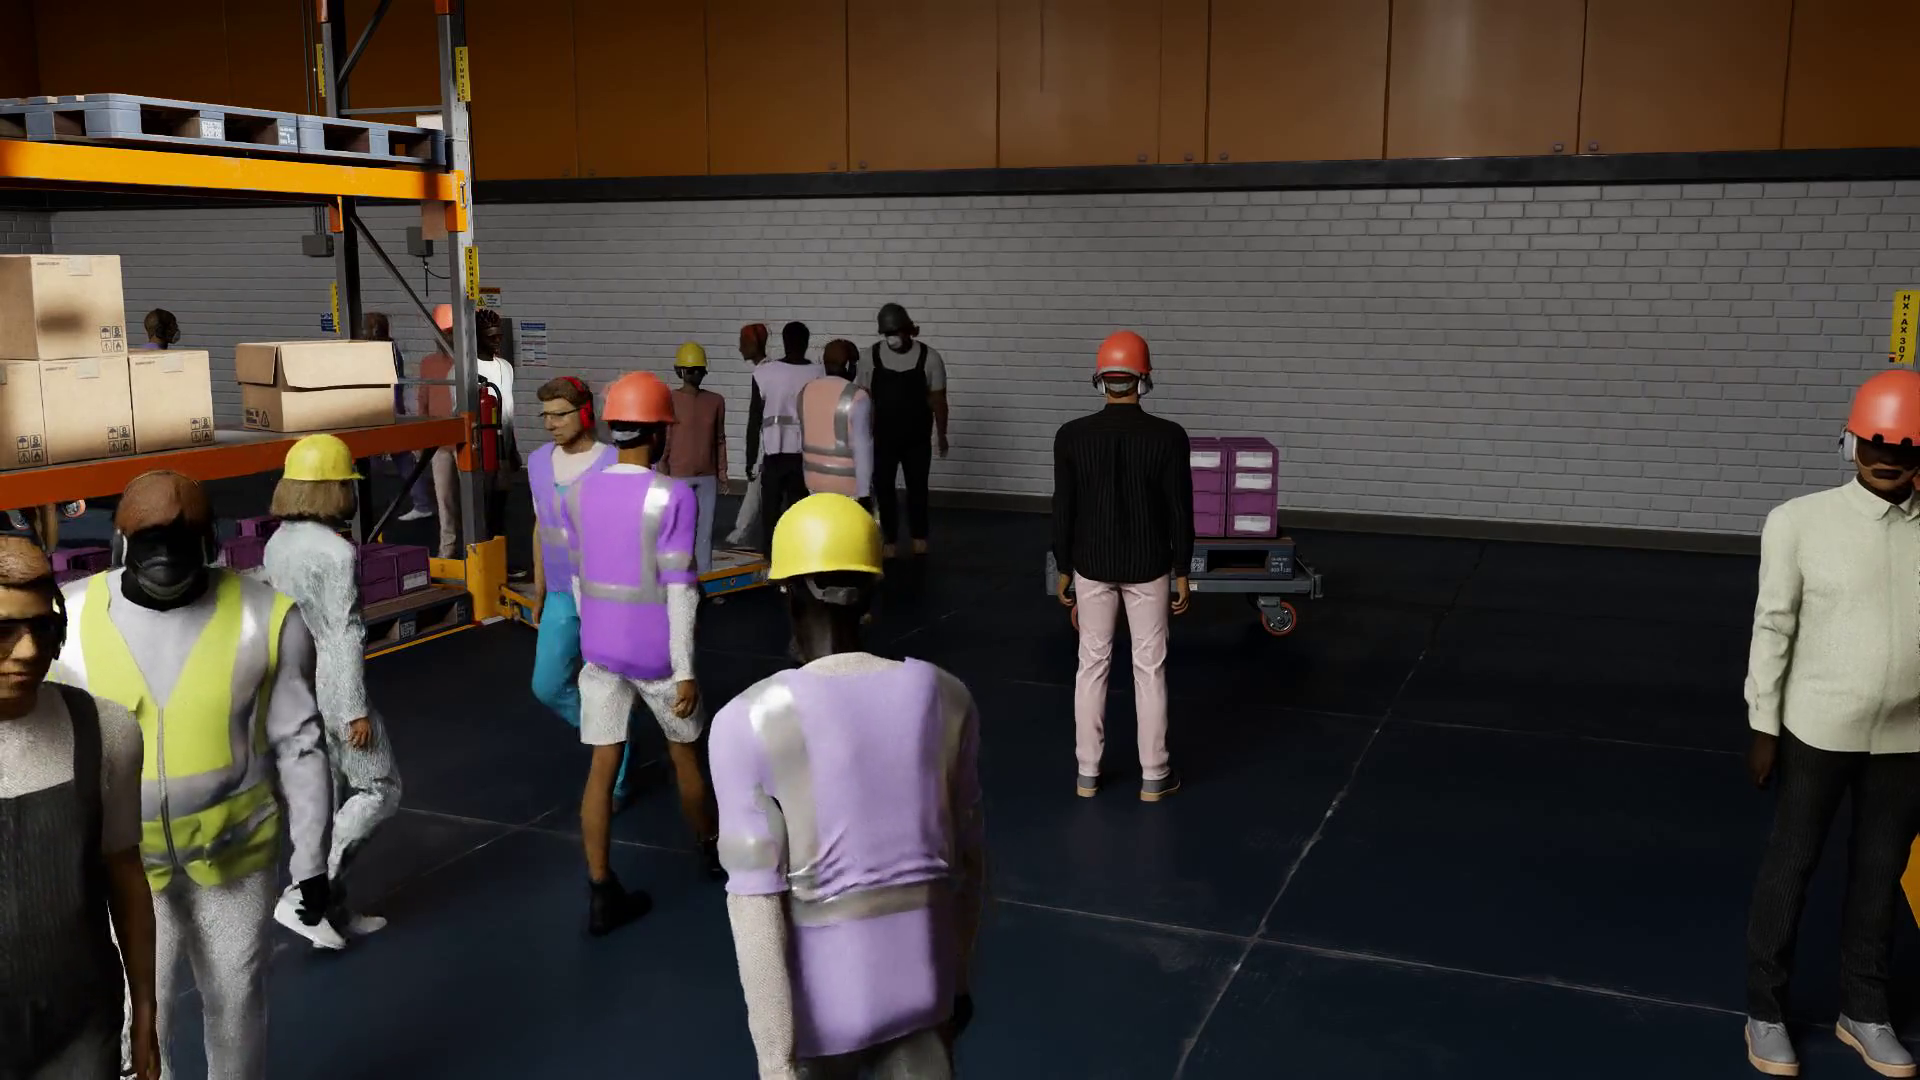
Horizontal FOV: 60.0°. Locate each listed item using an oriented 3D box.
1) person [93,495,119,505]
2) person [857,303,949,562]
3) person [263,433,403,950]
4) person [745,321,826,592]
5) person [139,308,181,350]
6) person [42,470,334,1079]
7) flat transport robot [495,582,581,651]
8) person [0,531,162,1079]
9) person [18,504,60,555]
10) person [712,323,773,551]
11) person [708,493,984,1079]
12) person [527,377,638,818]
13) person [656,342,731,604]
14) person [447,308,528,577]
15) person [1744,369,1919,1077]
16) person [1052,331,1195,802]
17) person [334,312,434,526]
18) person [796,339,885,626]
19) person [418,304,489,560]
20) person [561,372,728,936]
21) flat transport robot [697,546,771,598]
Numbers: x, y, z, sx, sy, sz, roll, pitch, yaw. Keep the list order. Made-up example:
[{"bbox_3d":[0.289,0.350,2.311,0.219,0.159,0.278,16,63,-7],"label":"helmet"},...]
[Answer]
[{"bbox_3d":[-8.526,-1.238,15.747,1.041,1.851,0.630,4,10,25],"label":"person"},{"bbox_3d":[-0.454,-0.855,12.824,0.743,2.000,0.864,0,9,-1],"label":"person"},{"bbox_3d":[-2.081,0.513,5.464,0.500,1.728,0.384,8,12,41],"label":"person"},{"bbox_3d":[-1.182,-0.579,11.623,0.631,1.878,0.481,-2,10,-9],"label":"person"},{"bbox_3d":[-6.218,-0.839,13.031,0.359,1.938,0.635,-8,13,-42],"label":"person"},{"bbox_3d":[-1.749,0.756,3.749,0.644,1.806,0.824,-4,10,-21],"label":"person"},{"bbox_3d":[-2.346,0.437,10.344,0.652,0.197,1.431,-6,11,-33],"label":"flat transport robot"},{"bbox_3d":[-1.692,0.882,2.940,0.539,1.827,0.472,-9,13,-43],"label":"person"},{"bbox_3d":[-6.717,-0.665,12.098,0.556,1.903,0.933,-4,10,-20],"label":"person"},{"bbox_3d":[-1.504,-0.769,12.938,0.964,1.822,0.653,0,9,-2],"label":"person"},{"bbox_3d":[-0.159,0.851,3.124,0.595,1.841,1.066,-5,11,-28],"label":"person"},{"bbox_3d":[-1.528,0.242,6.839,0.671,1.822,0.430,5,11,30],"label":"person"},{"bbox_3d":[-1.770,-0.425,11.044,0.523,1.769,0.315,-7,11,-35],"label":"person"},{"bbox_3d":[-3.384,-0.673,11.947,0.365,1.965,0.608,4,10,22],"label":"person"},{"bbox_3d":[2.508,0.522,4.627,0.614,1.990,0.392,1,9,3],"label":"person"},{"bbox_3d":[0.694,0.117,7.064,0.611,1.997,0.372,3,10,18],"label":"person"},{"bbox_3d":[-5.140,-1.060,14.612,0.956,1.858,0.647,-2,10,-13],"label":"person"},{"bbox_3d":[-0.742,-0.338,10.378,0.623,1.819,0.448,7,12,38],"label":"person"},{"bbox_3d":[-3.688,-0.718,12.128,0.622,1.992,0.393,3,10,19],"label":"person"},{"bbox_3d":[-1.069,0.362,5.885,0.567,1.893,0.946,4,10,23],"label":"person"},{"bbox_3d":[-1.793,0.251,11.468,0.652,0.197,1.431,7,12,38],"label":"flat transport robot"}]
